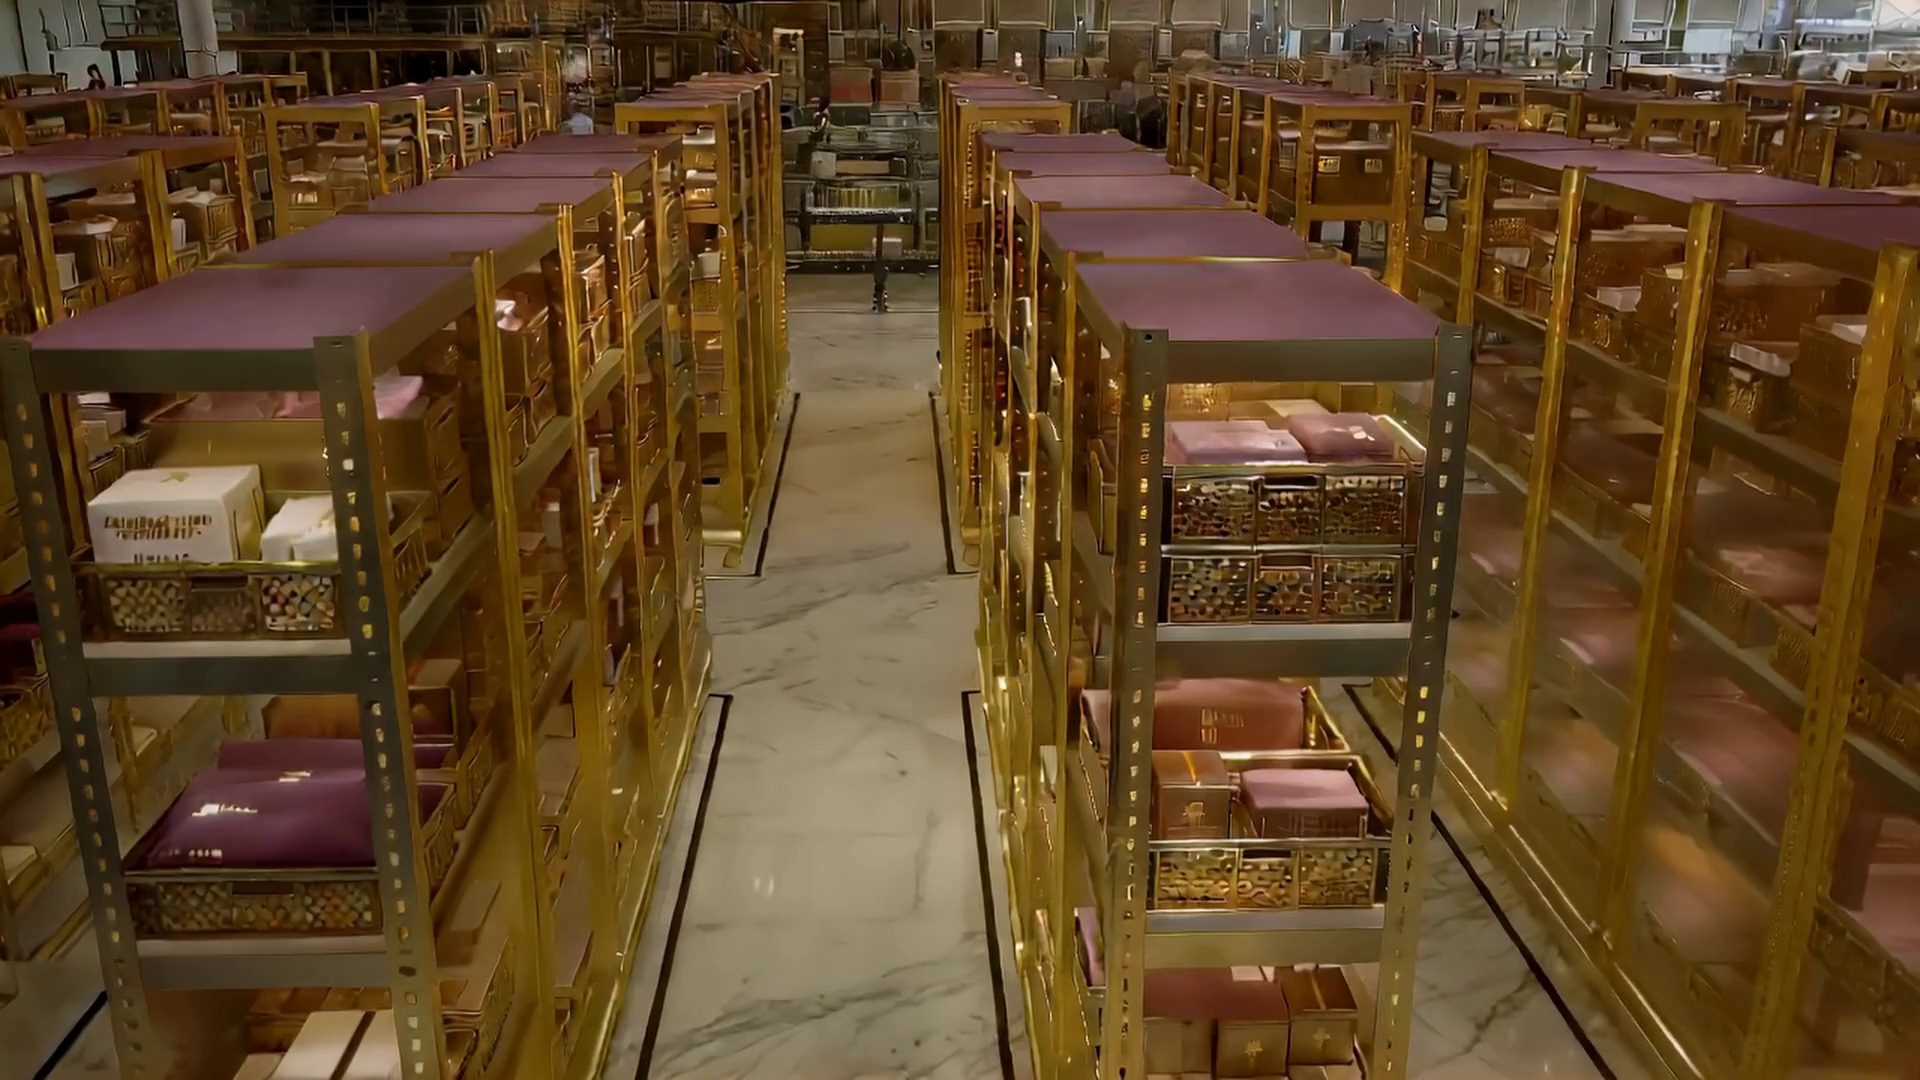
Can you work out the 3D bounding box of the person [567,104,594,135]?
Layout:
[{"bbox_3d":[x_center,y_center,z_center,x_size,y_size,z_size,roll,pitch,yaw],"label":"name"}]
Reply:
[{"bbox_3d":[-9.445,-9.928,41.570,0.669,1.887,0.418,3,18,9],"label":"person"}]

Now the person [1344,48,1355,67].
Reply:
[{"bbox_3d":[21.363,-26.028,91.359,0.586,1.915,0.385,9,20,26],"label":"person"}]

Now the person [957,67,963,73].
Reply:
[{"bbox_3d":[-0.048,-17.007,63.358,0.367,1.963,0.609,-3,18,-8],"label":"person"}]

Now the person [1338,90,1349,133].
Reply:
[{"bbox_3d":[12.336,-13.601,53.367,0.513,1.614,0.427,-1,18,-3],"label":"person"}]

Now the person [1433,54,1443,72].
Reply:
[{"bbox_3d":[22.927,-22.301,79.780,0.371,1.941,0.627,-8,20,-24],"label":"person"}]

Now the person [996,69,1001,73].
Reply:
[{"bbox_3d":[1.537,-16.799,62.817,0.589,1.902,0.610,6,19,17],"label":"person"}]

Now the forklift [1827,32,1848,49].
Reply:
[{"bbox_3d":[46.023,-25.321,87.619,1.129,2.768,1.873,-1,18,-2],"label":"forklift"}]

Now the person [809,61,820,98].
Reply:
[{"bbox_3d":[-6.652,-21.067,76.292,0.519,1.724,0.459,-9,20,-27],"label":"person"}]

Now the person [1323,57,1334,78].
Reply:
[{"bbox_3d":[18.630,-23.471,83.840,0.847,1.651,0.550,-10,21,-29],"label":"person"}]

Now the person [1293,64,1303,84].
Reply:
[{"bbox_3d":[13.661,-18.264,67.324,0.386,1.918,0.591,14,23,37],"label":"person"}]

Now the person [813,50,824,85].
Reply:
[{"bbox_3d":[-7.692,-25.708,90.505,0.619,1.836,0.431,-11,21,-30],"label":"person"}]

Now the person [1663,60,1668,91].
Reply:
[{"bbox_3d":[29.682,-19.116,69.763,0.720,2.000,0.577,10,20,28],"label":"person"}]

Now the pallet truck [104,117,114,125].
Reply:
[{"bbox_3d":[-18.367,-7.885,35.078,1.885,1.965,0.823,1,18,2],"label":"pallet truck"}]

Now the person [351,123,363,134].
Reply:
[{"bbox_3d":[-13.360,-8.557,37.085,0.391,2.040,0.615,3,18,11],"label":"person"}]

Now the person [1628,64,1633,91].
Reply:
[{"bbox_3d":[29.656,-20.419,73.958,0.630,1.940,0.373,-3,18,-10],"label":"person"}]

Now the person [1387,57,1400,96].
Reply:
[{"bbox_3d":[20.645,-22.111,79.347,0.429,1.846,0.625,-12,21,-32],"label":"person"}]

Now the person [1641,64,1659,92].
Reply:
[{"bbox_3d":[33.678,-22.597,80.778,0.945,1.880,0.617,0,18,0],"label":"person"}]

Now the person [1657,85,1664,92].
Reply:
[{"bbox_3d":[24.707,-15.433,59.035,0.719,1.611,0.546,10,20,28],"label":"person"}]

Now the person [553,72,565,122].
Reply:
[{"bbox_3d":[-15.020,-16.454,61.861,0.591,1.826,0.550,-12,21,-32],"label":"person"}]

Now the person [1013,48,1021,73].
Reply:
[{"bbox_3d":[3.198,-26.101,91.551,1.027,1.946,0.651,7,19,21],"label":"person"}]

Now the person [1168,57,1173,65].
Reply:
[{"bbox_3d":[9.859,-21.674,77.946,0.514,1.876,0.328,-12,22,-33],"label":"person"}]

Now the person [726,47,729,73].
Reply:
[{"bbox_3d":[-13.042,-26.649,93.249,0.435,1.935,0.611,0,18,-1],"label":"person"}]

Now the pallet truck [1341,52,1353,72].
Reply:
[{"bbox_3d":[18.794,-23.123,82.231,0.823,1.965,1.885,-13,22,-35],"label":"pallet truck"}]

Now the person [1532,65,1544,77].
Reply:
[{"bbox_3d":[24.004,-18.835,69.264,0.554,1.820,0.900,15,23,39],"label":"person"}]

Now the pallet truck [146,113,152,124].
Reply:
[{"bbox_3d":[-18.087,-8.309,36.390,1.885,1.965,0.823,-1,18,-4],"label":"pallet truck"}]

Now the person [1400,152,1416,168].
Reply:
[{"bbox_3d":[11.284,-9.838,41.462,0.618,1.780,0.917,0,18,1],"label":"person"}]
